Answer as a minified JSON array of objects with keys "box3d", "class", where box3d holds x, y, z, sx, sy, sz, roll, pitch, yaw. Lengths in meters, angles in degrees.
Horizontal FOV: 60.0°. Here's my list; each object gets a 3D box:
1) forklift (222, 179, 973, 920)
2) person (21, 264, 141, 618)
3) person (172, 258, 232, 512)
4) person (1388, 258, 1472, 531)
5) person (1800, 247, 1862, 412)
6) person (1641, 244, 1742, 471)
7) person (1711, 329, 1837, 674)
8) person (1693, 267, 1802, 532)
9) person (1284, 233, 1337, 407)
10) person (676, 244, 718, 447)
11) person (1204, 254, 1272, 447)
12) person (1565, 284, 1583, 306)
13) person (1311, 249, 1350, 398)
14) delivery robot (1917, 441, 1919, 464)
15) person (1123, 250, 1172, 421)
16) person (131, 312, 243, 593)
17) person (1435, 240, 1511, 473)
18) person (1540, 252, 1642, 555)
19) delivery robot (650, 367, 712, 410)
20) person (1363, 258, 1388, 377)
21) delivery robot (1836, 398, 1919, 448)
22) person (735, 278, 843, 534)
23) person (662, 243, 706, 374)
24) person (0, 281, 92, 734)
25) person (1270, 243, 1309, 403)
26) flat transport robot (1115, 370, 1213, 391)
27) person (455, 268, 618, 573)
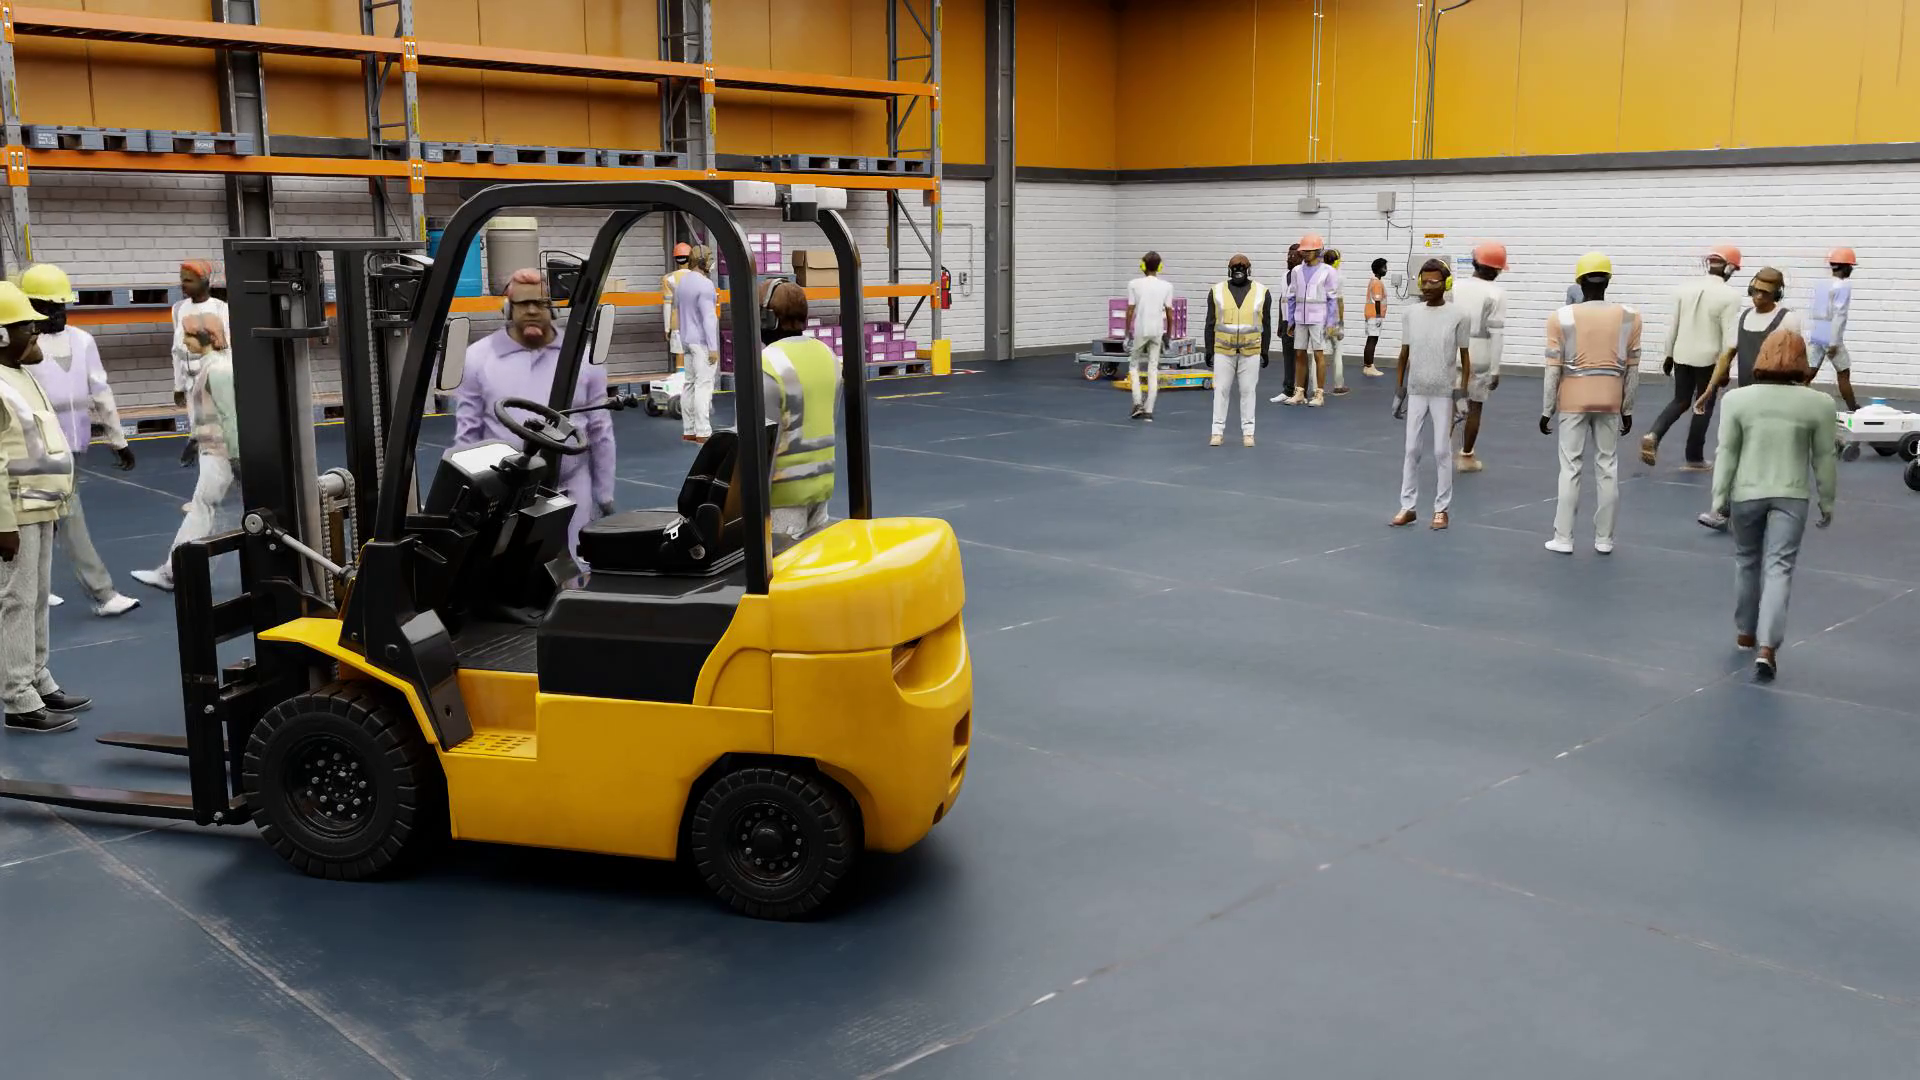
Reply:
[{"box3d":[-1.114,-0.058,5.440,2.313,2.155,1.214,2,11,13],"class":"forklift"},{"box3d":[-4.800,-0.523,8.865,0.995,1.874,0.587,4,11,19],"class":"person"},{"box3d":[-5.565,-1.170,12.448,0.577,1.862,0.775,5,12,25],"class":"person"},{"box3d":[3.243,-0.997,11.464,0.533,1.864,0.310,7,12,33],"class":"person"},{"box3d":[9.290,-2.136,17.600,0.981,1.882,0.552,-1,10,-5],"class":"person"},{"box3d":[6.227,-1.526,14.109,0.722,1.952,0.672,-6,12,-28],"class":"person"},{"box3d":[3.818,-0.194,7.820,0.516,1.593,0.851,5,12,28],"class":"person"},{"box3d":[5.353,-0.947,11.350,0.875,1.802,0.552,-3,11,-16],"class":"person"},{"box3d":[4.132,-2.589,19.659,0.615,2.039,0.388,9,14,41],"class":"person"},{"box3d":[-2.510,-1.872,16.030,0.354,1.937,0.635,-7,12,-33],"class":"person"},{"box3d":[2.660,-1.809,15.954,0.634,1.841,0.429,2,11,9],"class":"person"},{"box3d":[8.407,-2.891,22.419,0.503,1.632,0.271,8,13,38],"class":"person"},{"box3d":[4.645,-2.699,20.805,0.562,1.836,0.849,8,13,39],"class":"person"},{"box3d":[7.873,-0.664,12.965,0.707,0.478,0.477,-1,10,-5],"class":"delivery robot"},{"box3d":[2.047,-2.234,18.233,0.571,1.850,0.549,-1,10,-4],"class":"person"},{"box3d":[-4.243,-0.492,9.456,0.900,1.584,0.515,-4,11,-20],"class":"person"},{"box3d":[4.272,-1.505,13.896,0.636,1.979,0.766,8,13,38],"class":"person"},{"box3d":[3.979,-0.856,10.547,0.585,1.918,0.379,1,10,5],"class":"person"},{"box3d":[-3.106,-1.692,18.567,0.477,0.478,0.707,9,13,39],"class":"delivery robot"},{"box3d":[5.993,-3.209,23.971,0.317,1.698,0.540,1,10,5],"class":"person"},{"box3d":[8.291,-1.044,15.034,0.707,0.478,0.477,0,10,0],"class":"delivery robot"},{"box3d":[-0.754,-0.181,7.074,0.429,1.845,0.621,5,11,25],"class":"person"},{"box3d":[-3.252,-2.543,19.709,0.543,1.932,0.376,-3,11,-18],"class":"person"},{"box3d":[-3.841,-0.131,6.814,0.404,1.837,0.593,-3,11,-15],"class":"person"},{"box3d":[4.046,-2.602,20.059,0.389,1.921,0.592,-5,12,-27],"class":"person"},{"box3d":[2.810,-2.112,21.890,1.431,0.197,0.652,-6,12,-28],"class":"flat transport robot"},{"box3d":[-1.809,-0.215,7.131,0.668,1.889,0.707,-4,11,-19],"class":"person"}]
